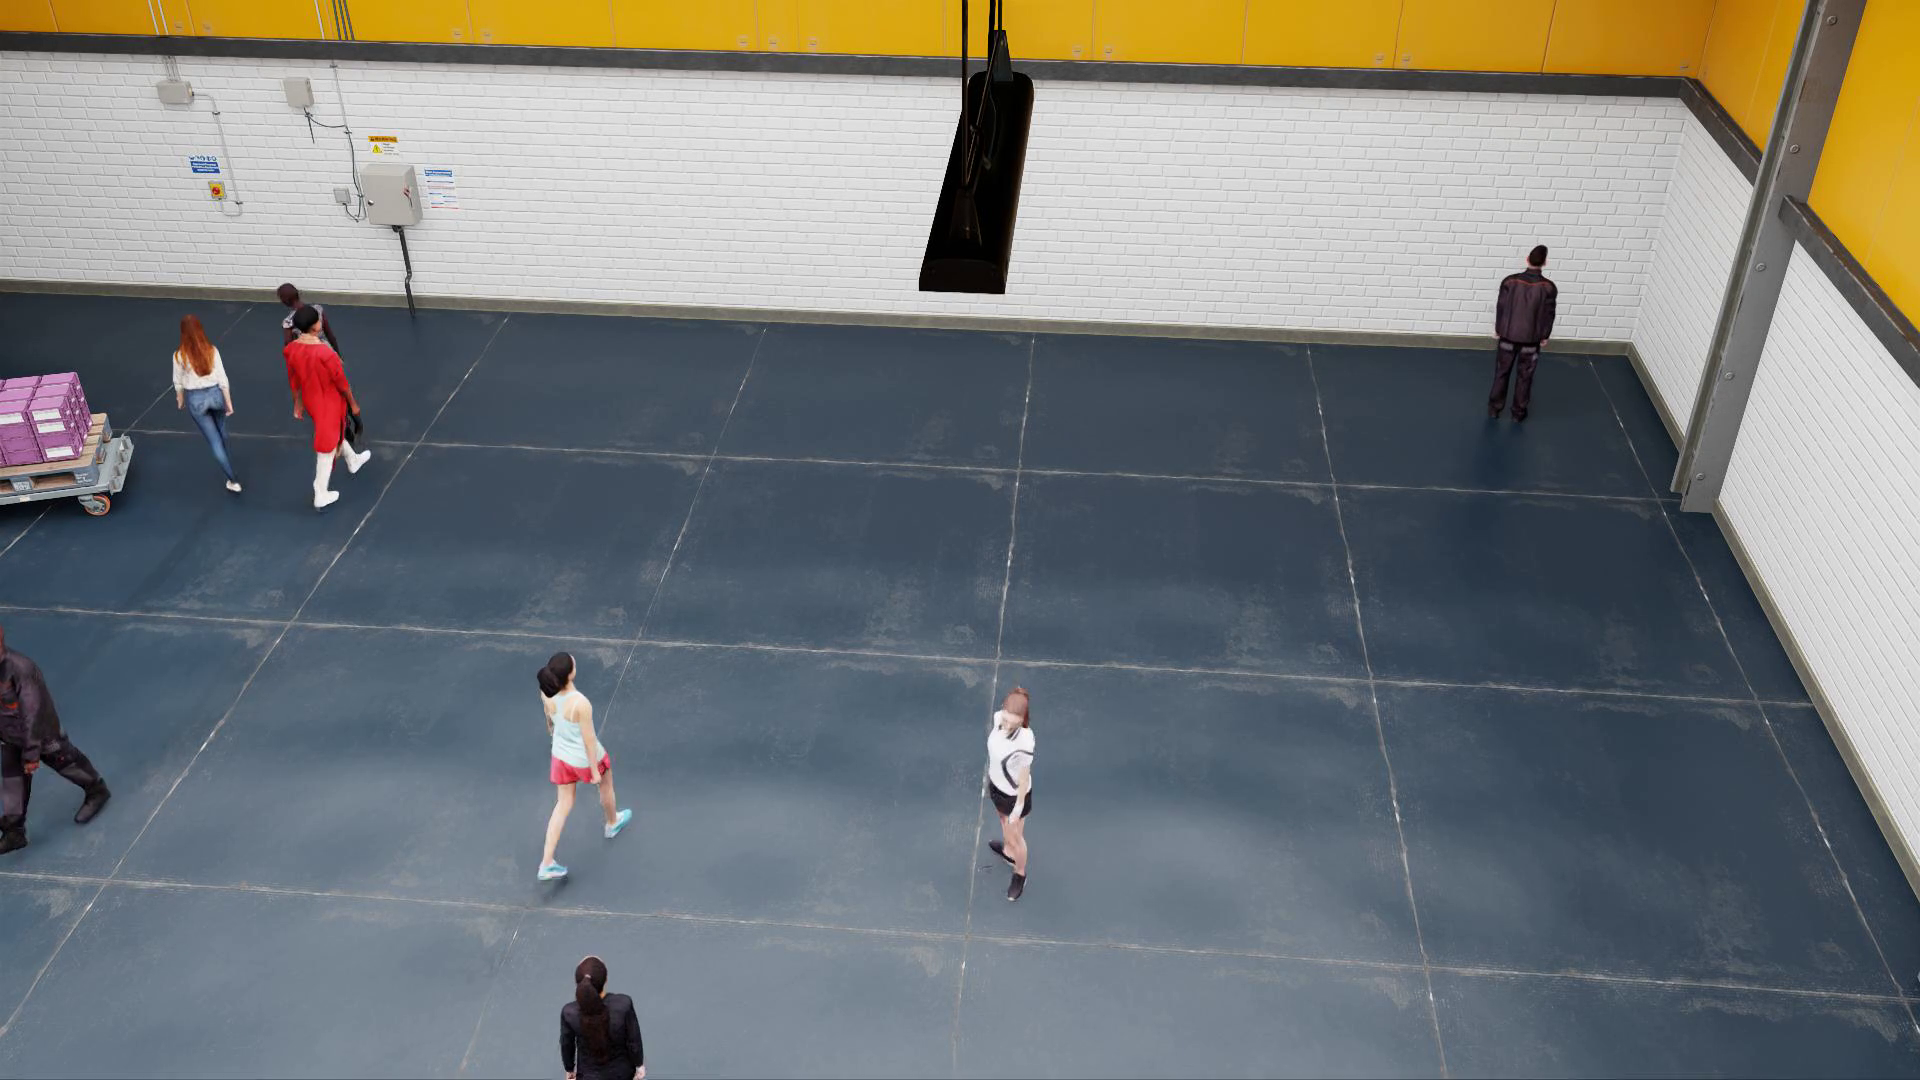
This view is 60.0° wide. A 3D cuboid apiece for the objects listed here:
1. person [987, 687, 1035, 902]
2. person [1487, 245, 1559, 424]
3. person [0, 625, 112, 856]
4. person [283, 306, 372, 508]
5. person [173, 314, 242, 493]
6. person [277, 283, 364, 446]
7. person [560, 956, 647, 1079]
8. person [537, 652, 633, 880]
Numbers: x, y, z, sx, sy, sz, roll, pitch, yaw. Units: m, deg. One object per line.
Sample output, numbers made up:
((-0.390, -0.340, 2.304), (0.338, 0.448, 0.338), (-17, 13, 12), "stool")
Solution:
((0.339, 1.607, 11.032), (0.871, 1.729, 0.729), (-10, 35, -14), "person")
((5.543, -2.048, 16.415), (0.793, 1.857, 0.740), (14, 36, 20), "person")
((-6.334, 1.260, 11.498), (0.921, 1.791, 1.251), (12, 36, 18), "person")
((-5.847, -1.176, 15.126), (0.909, 1.832, 1.291), (12, 35, 17), "person")
((-6.903, -1.213, 15.319), (1.086, 1.681, 1.174), (-24, 40, -31), "person")
((-6.063, -1.602, 15.834), (0.856, 1.757, 0.788), (26, 42, 34), "person")
((-1.918, 2.953, 9.047), (0.812, 1.684, 1.118), (-8, 34, -12), "person")
((-2.626, 1.524, 11.157), (0.897, 1.730, 1.240), (16, 37, 22), "person")
